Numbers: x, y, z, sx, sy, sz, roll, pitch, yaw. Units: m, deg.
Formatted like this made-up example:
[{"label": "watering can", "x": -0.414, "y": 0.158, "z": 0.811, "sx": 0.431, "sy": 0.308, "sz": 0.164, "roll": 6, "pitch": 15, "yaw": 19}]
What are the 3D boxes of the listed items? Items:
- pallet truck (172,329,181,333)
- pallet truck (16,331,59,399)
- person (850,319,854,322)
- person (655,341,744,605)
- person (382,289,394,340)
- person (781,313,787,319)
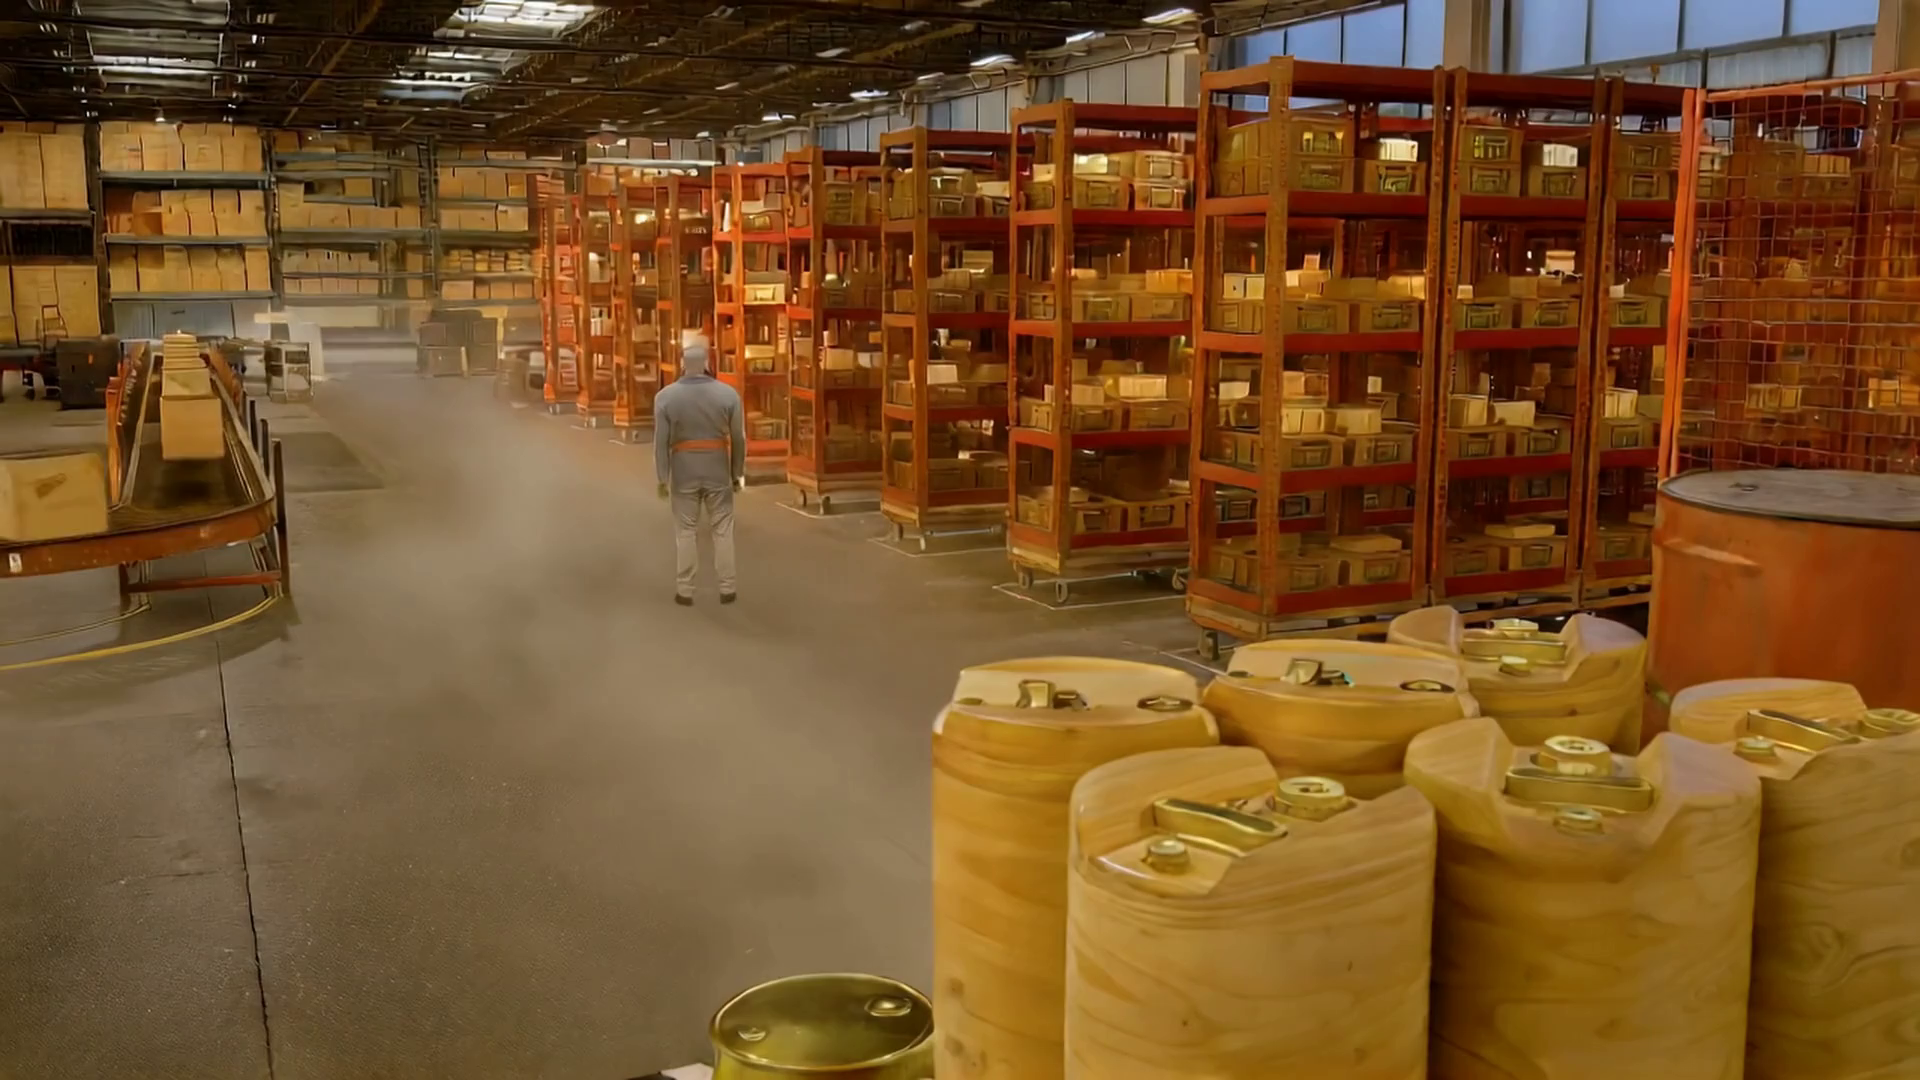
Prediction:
[{"label": "pallet truck", "x": -17.275, "y": -3.851, "z": 35.096, "sx": 1.601, "sy": 1.201, "sz": 0.680, "roll": 0, "pitch": 9, "yaw": 1}, {"label": "pallet truck", "x": -17.082, "y": -3.353, "z": 31.781, "sx": 1.630, "sy": 1.274, "sz": 0.653, "roll": -4, "pitch": 10, "yaw": -25}, {"label": "person", "x": -3.413, "y": -6.967, "z": 52.622, "sx": 0.762, "sy": 1.815, "sz": 0.631, "roll": 5, "pitch": 10, "yaw": 29}, {"label": "person", "x": -1.886, "y": -0.478, "z": 12.064, "sx": 0.637, "sy": 1.911, "sz": 0.406, "roll": -2, "pitch": 9, "yaw": -14}, {"label": "person", "x": -19.008, "y": -7.415, "z": 55.342, "sx": 0.403, "sy": 1.831, "sz": 0.602, "roll": -3, "pitch": 10, "yaw": -17}, {"label": "person", "x": -4.649, "y": -5.974, "z": 45.941, "sx": 0.608, "sy": 1.986, "sz": 0.409, "roll": -5, "pitch": 10, "yaw": -29}]
